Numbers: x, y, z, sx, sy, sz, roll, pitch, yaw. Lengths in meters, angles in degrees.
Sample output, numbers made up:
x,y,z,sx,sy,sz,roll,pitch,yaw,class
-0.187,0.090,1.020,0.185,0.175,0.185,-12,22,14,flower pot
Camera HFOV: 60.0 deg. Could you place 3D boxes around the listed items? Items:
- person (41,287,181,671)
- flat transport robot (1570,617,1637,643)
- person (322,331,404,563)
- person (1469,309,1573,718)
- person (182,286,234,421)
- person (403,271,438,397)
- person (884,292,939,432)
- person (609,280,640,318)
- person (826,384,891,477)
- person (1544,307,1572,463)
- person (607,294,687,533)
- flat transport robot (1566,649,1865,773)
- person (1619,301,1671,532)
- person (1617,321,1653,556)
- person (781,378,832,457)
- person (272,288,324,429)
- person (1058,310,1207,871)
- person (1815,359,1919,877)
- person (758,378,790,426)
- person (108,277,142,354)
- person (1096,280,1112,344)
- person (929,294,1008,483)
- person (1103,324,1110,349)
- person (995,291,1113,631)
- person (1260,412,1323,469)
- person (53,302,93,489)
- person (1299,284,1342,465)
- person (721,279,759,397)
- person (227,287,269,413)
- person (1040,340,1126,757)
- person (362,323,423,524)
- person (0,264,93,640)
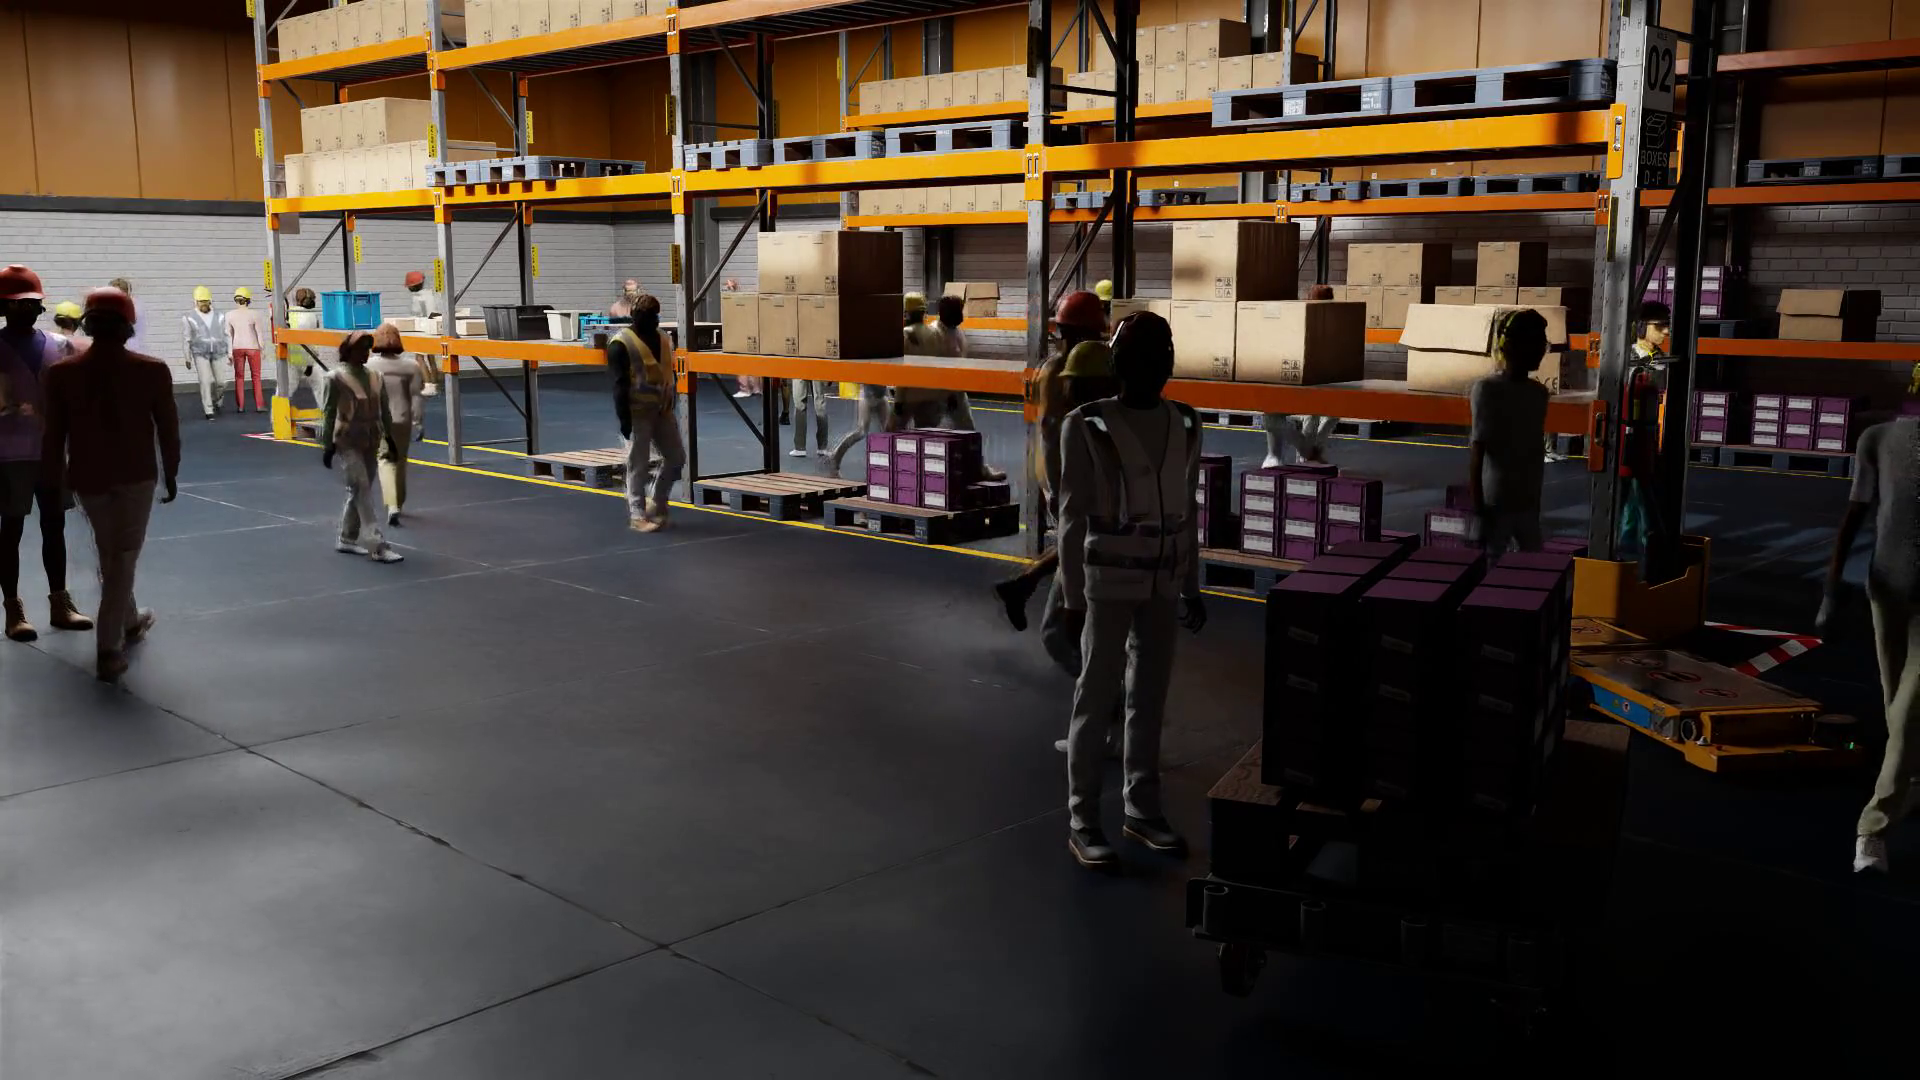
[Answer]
x,y,z,sx,sy,sz,roll,pitch,yaw,class
-4.353,-0.326,8.566,0.611,1.935,1.063,-1,9,-7,person
2.742,0.552,8.241,1.431,0.197,0.652,-2,9,-9,flat transport robot
-4.144,-0.650,11.562,0.781,1.596,0.532,5,10,26,person
2.489,-0.142,7.683,0.529,1.847,0.784,-5,10,-27,person
-10.037,-2.484,22.195,0.614,1.800,0.644,-7,11,-35,person
-8.495,-3.258,26.381,0.390,1.990,0.705,3,10,15,person
-0.456,-1.323,15.014,0.550,1.810,0.616,8,12,40,person
-4.482,-2.638,22.883,0.650,1.880,0.822,-2,10,-13,person
-0.897,-1.361,15.911,0.753,1.611,0.496,5,10,28,person
6.222,-1.630,17.435,0.511,1.640,0.308,-9,13,-43,person
-2.388,-0.957,12.732,0.463,1.825,0.660,7,12,37,person
3.182,0.709,7.279,0.652,0.197,1.431,-2,9,-9,flat transport robot
4.382,-0.591,10.518,0.556,1.812,0.807,-6,11,-33,person
4.692,-0.717,11.611,0.327,1.720,0.646,0,9,-1,person
-1.644,-1.851,17.906,0.595,1.924,0.374,-4,10,-24,person
-8.233,-2.251,20.833,0.630,1.792,0.997,5,10,28,person
0.588,0.168,5.659,0.581,1.882,0.339,-5,11,-30,person
3.316,0.195,5.762,1.022,1.804,0.535,-9,13,-44,person
-2.423,-2.428,21.412,0.376,1.939,0.547,9,13,44,person
-10.662,-2.416,21.418,0.761,1.918,0.639,-3,10,-16,person
1.507,-1.703,17.092,0.615,1.892,0.725,-2,9,-9,person
-0.079,-1.340,15.203,1.000,1.780,0.624,6,11,33,person
1.421,-1.203,14.815,0.514,1.641,0.308,-8,12,-40,person
0.496,-0.337,8.684,0.661,1.908,0.581,4,10,23,person
3.127,-1.508,15.857,0.701,1.918,0.642,5,10,27,person
-8.251,-1.347,15.465,0.546,1.720,0.918,-1,9,-7,person
3.578,-1.592,16.501,0.438,1.864,0.598,5,11,29,person
-3.506,-3.171,26.174,0.467,1.870,0.673,3,10,19,person
-10.040,-2.667,23.405,0.525,1.769,0.313,-1,9,-7,person
0.539,0.054,6.803,0.373,1.729,0.509,5,10,27,person
-4.556,-0.934,13.299,0.505,1.599,0.811,-4,10,-24,person
-5.117,-0.483,9.169,0.370,2.044,0.608,6,11,34,person
